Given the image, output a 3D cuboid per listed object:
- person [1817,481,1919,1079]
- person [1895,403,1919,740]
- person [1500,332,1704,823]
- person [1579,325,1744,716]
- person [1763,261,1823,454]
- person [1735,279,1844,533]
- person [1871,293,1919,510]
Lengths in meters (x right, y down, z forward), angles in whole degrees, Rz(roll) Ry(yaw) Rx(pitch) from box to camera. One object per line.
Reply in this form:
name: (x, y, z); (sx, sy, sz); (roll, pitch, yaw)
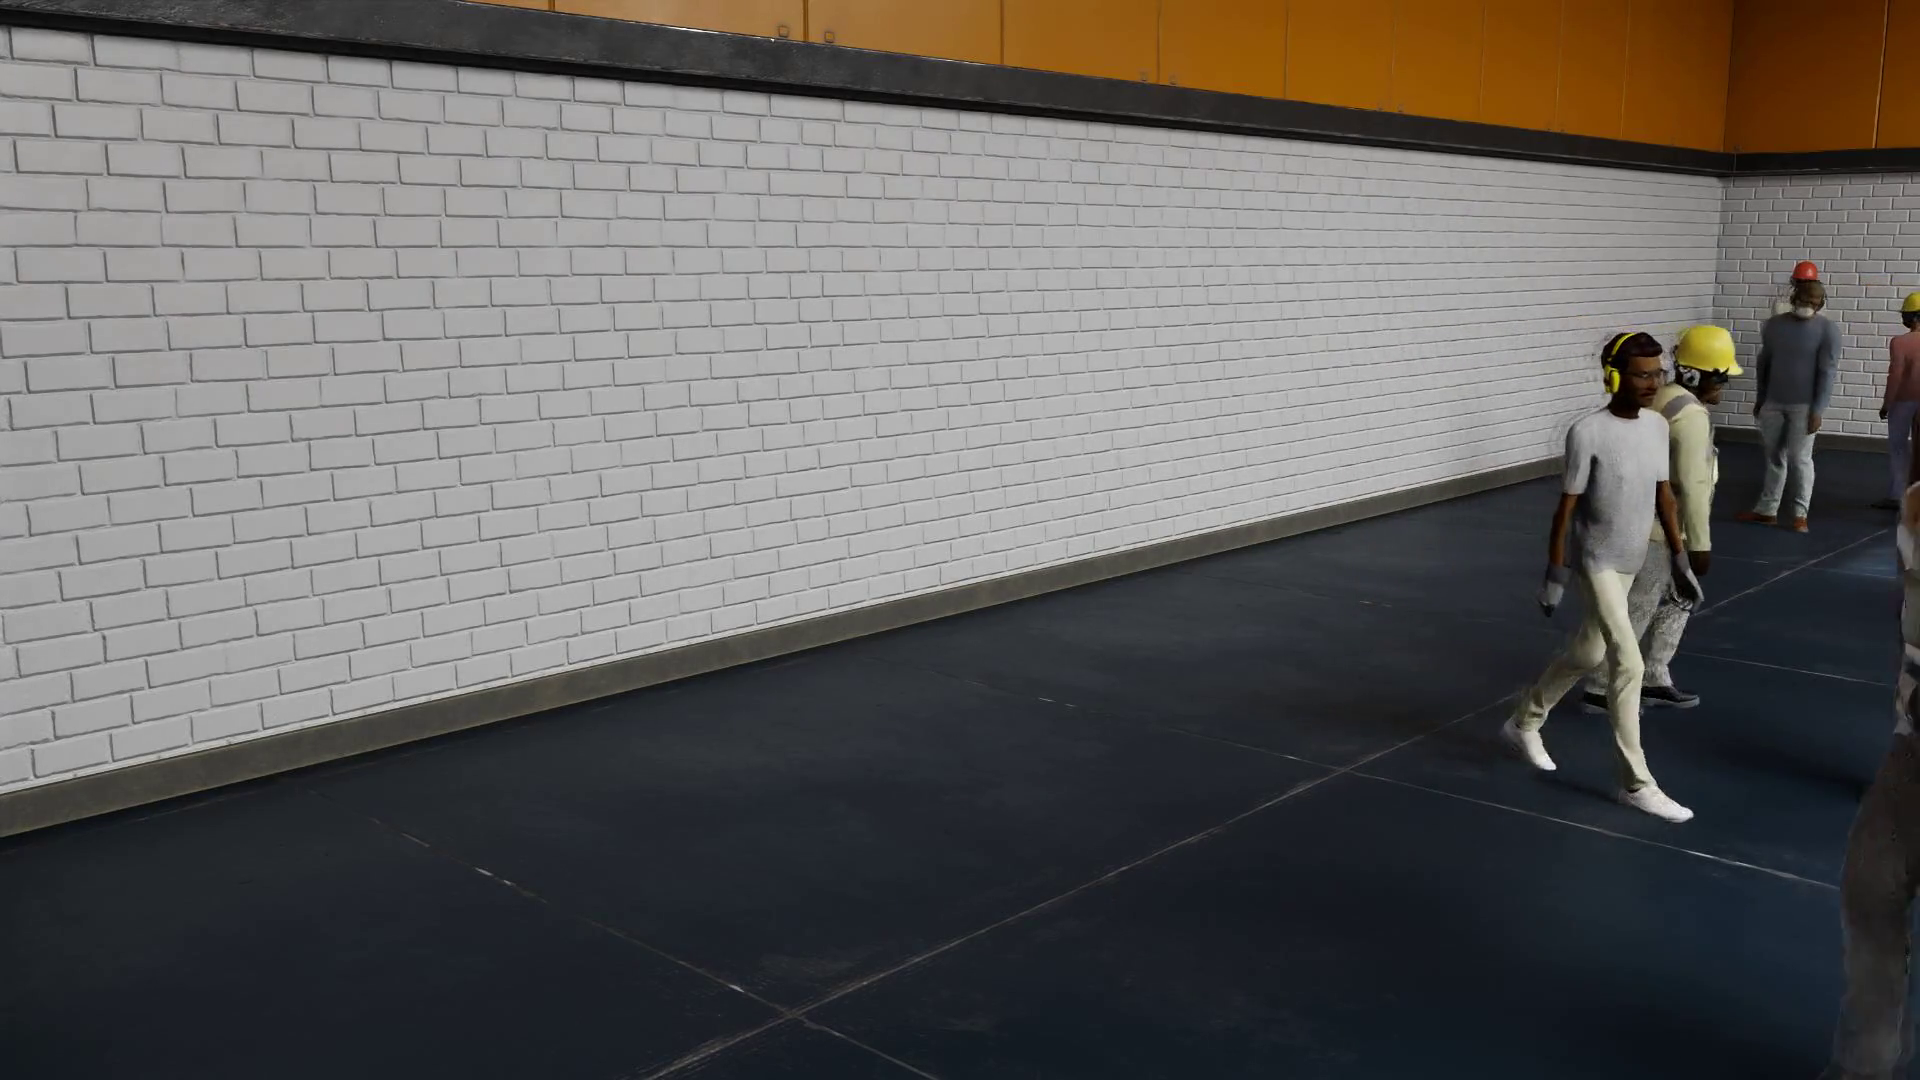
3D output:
person: (2.314, 0.506, 3.844); (0.805, 1.909, 0.646); (-3, 10, -18)
person: (3.755, 0.060, 6.165); (0.375, 1.997, 0.612); (-1, 10, -5)
person: (2.494, 0.095, 6.485); (0.521, 1.827, 0.950); (-7, 12, -33)
person: (3.148, -0.065, 7.463); (0.665, 1.787, 0.611); (2, 10, 11)
person: (8.568, -1.849, 17.051); (0.623, 1.988, 0.393); (-3, 10, -18)
person: (6.243, -1.010, 12.578); (0.384, 1.906, 0.790); (-5, 11, -26)
person: (7.738, -1.124, 13.566); (0.533, 1.766, 0.316); (-3, 10, -16)
